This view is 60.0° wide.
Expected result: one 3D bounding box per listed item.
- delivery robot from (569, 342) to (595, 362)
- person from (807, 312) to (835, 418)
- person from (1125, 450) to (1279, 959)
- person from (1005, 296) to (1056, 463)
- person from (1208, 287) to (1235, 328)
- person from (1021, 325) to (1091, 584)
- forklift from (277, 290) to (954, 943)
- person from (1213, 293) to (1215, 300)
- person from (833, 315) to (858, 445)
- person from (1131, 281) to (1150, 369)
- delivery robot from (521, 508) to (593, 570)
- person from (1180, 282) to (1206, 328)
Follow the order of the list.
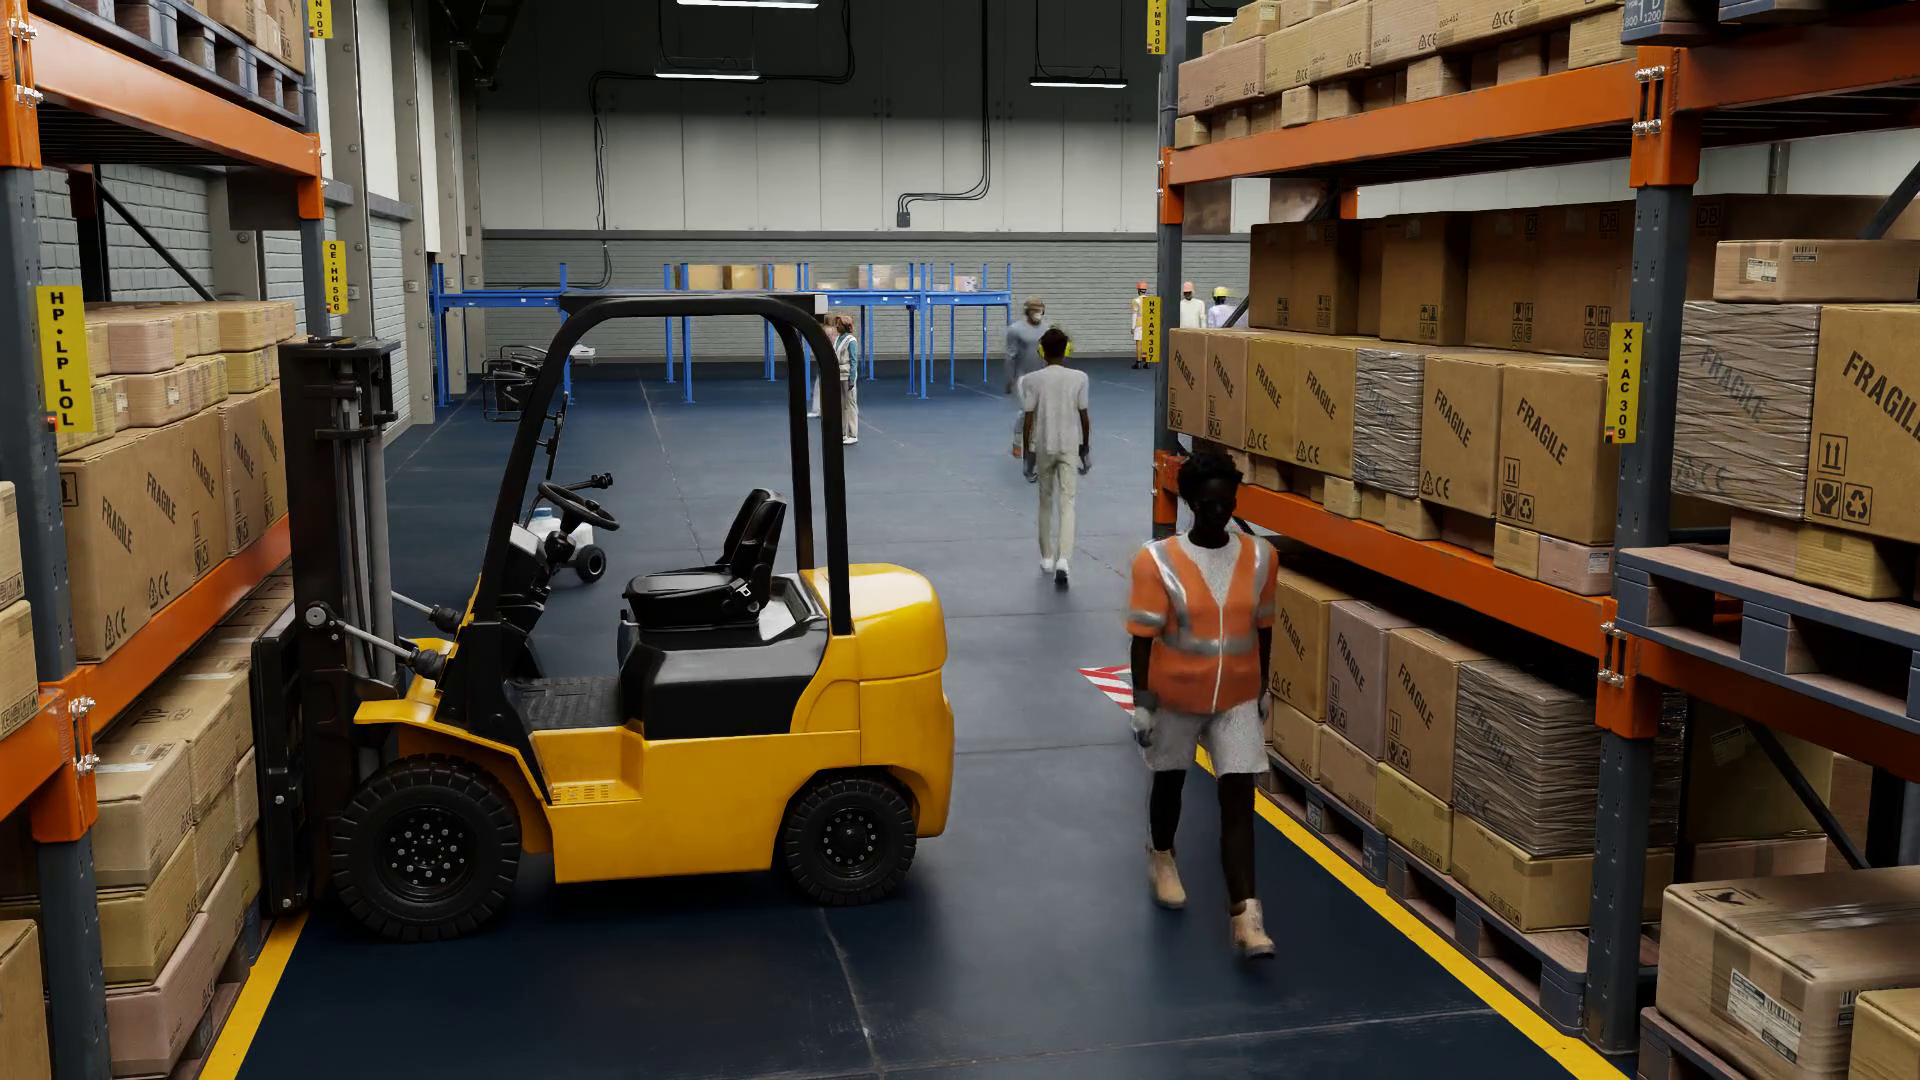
[{"bbox_3d":[-8.711,-4.290,38.060,0.707,0.478,0.477,-2,10,-12],"label":"delivery robot"},{"bbox_3d":[-1.972,-2.645,24.978,0.804,1.602,0.526,-4,10,-23],"label":"person"},{"bbox_3d":[0.813,0.522,5.542,0.548,1.641,0.888,-2,9,-9],"label":"person"},{"bbox_3d":[0.846,-1.846,19.186,0.629,1.919,0.449,-3,10,-19],"label":"person"},{"bbox_3d":[4.445,-3.411,28.726,0.626,1.900,0.723,-5,11,-29],"label":"person"},{"bbox_3d":[0.693,-0.629,12.026,0.504,1.837,0.949,1,9,6],"label":"person"},{"bbox_3d":[-1.179,0.175,6.143,2.313,2.155,1.214,-2,10,-12],"label":"forklift"},{"bbox_3d":[6.122,-5.056,39.402,0.320,1.698,0.537,3,10,20],"label":"person"},{"bbox_3d":[-1.474,-2.050,21.246,0.308,1.645,0.516,-6,11,-34],"label":"person"},{"bbox_3d":[4.040,-4.776,36.973,0.542,1.938,0.357,-4,10,-24],"label":"person"},{"bbox_3d":[-2.949,0.013,11.827,0.477,0.478,0.707,5,11,30],"label":"delivery robot"},{"bbox_3d":[4.452,-4.009,32.204,0.642,1.971,0.655,2,10,13],"label":"person"}]
